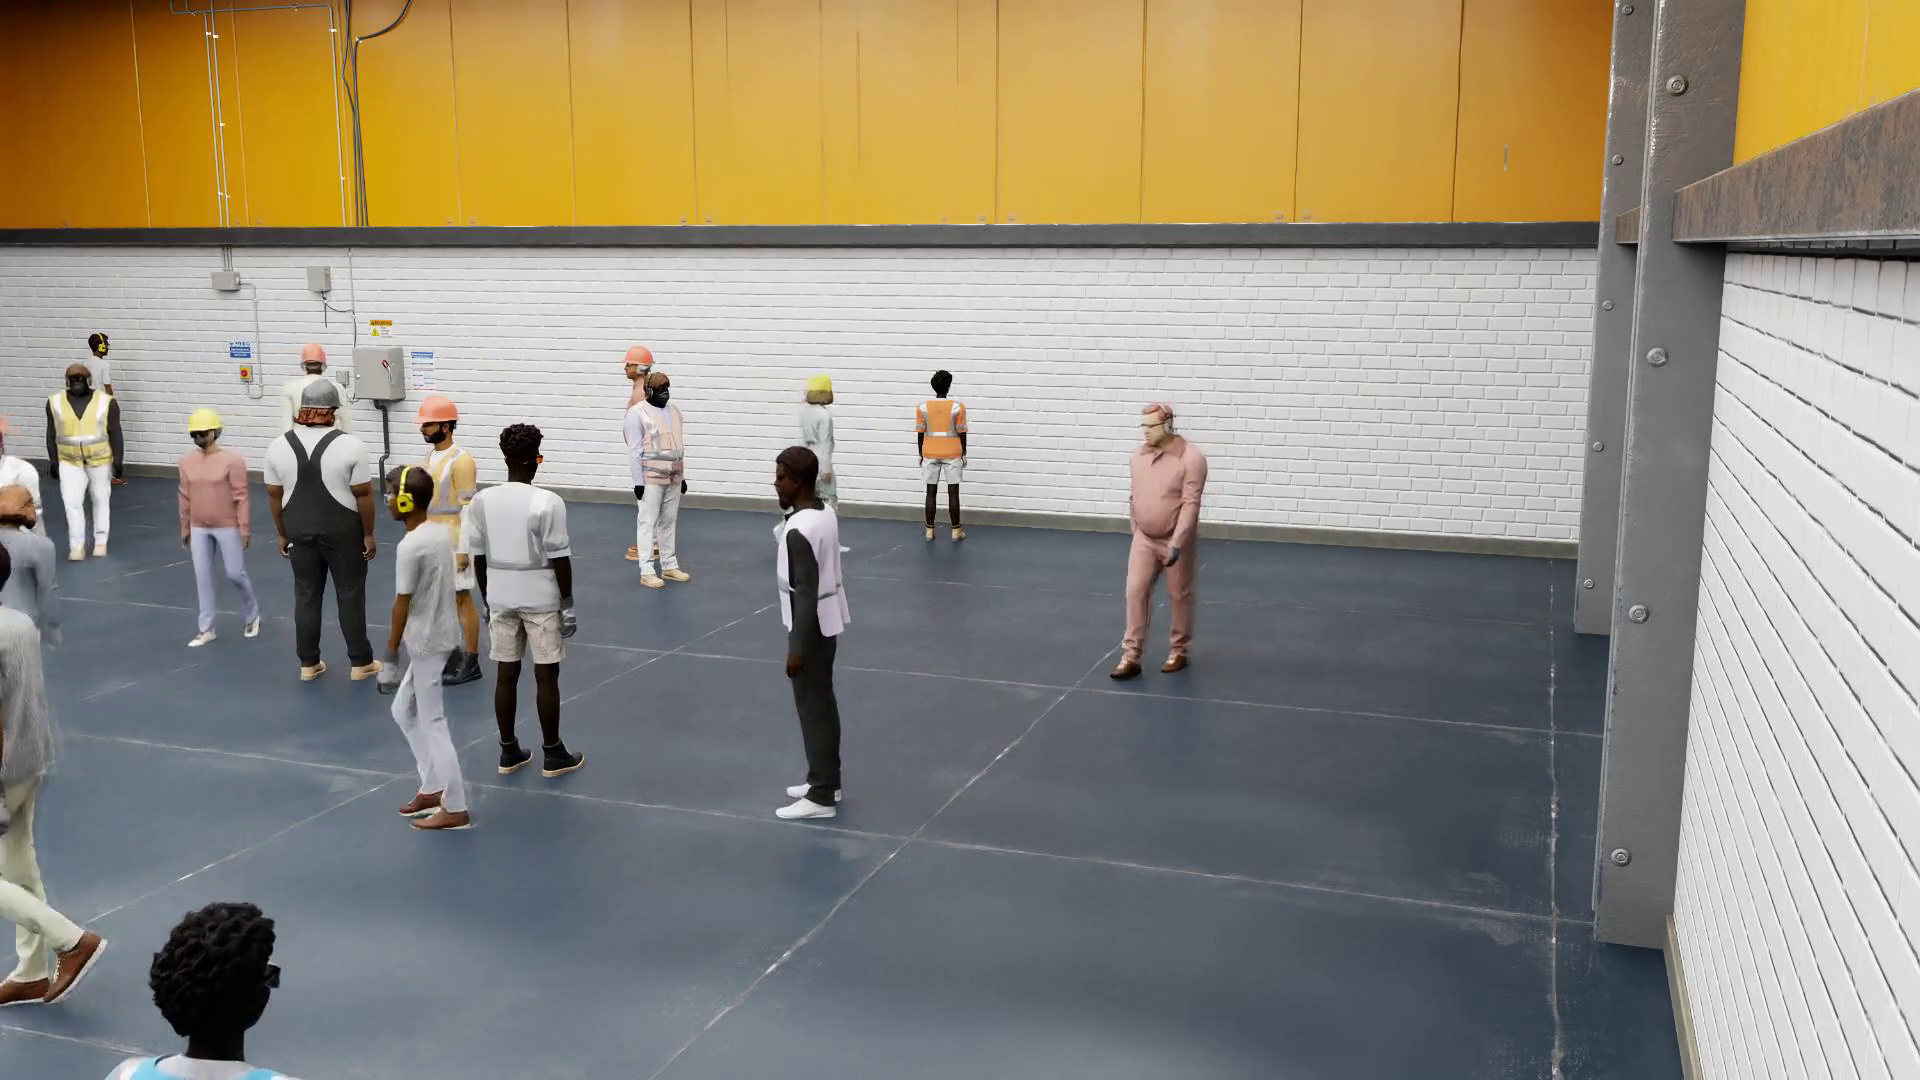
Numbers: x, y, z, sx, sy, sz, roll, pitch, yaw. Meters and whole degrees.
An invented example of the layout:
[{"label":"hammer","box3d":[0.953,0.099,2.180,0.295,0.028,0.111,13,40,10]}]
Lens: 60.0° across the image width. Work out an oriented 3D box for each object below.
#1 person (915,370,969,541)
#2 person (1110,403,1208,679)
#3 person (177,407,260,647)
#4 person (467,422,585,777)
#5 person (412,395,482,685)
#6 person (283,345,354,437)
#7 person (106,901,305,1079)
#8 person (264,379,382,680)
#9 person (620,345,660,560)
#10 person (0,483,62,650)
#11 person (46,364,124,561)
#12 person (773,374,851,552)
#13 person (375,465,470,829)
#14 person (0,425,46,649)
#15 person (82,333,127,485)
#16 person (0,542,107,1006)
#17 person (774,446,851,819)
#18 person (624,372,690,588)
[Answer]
[{"label":"person","box3d":[-0.175,-0.830,16.460,0.532,1.697,0.319,2,10,10]},{"label":"person","box3d":[1.314,0.017,11.204,0.632,1.865,0.860,8,13,37]},{"label":"person","box3d":[-5.465,-0.098,12.240,0.537,1.786,0.447,1,10,6]},{"label":"person","box3d":[-2.385,0.332,9.162,0.603,1.966,0.368,3,10,16]},{"label":"person","box3d":[-3.435,-0.001,11.116,0.542,1.938,0.358,10,14,43]},{"label":"person","box3d":[-6.367,-0.964,16.537,0.635,1.943,1.054,-1,10,-5]},{"label":"person","box3d":[-1.392,1.523,3.213,0.539,1.695,0.321,3,10,16]},{"label":"person","box3d":[-4.263,-0.073,11.230,0.686,2.000,0.535,0,10,1]},{"label":"person","box3d":[-2.962,-0.815,15.531,0.372,1.997,0.622,-1,10,-4]},{"label":"person","box3d":[-5.261,0.498,9.202,0.539,1.609,0.425,-1,10,-4]},{"label":"person","box3d":[-8.117,-0.709,15.424,0.654,1.819,0.755,-4,11,-21]},{"label":"person","box3d":[-1.391,-0.703,15.682,0.675,1.723,0.496,-6,12,-31]},{"label":"person","box3d":[-2.723,0.554,8.253,0.571,1.852,0.512,0,10,-1]},{"label":"person","box3d":[-6.183,0.076,10.766,0.584,1.911,0.619,0,10,-2]},{"label":"person","box3d":[-10.469,-1.585,20.293,0.501,1.854,0.330,5,11,27]},{"label":"person","box3d":[-3.605,0.895,6.294,0.436,1.858,0.552,-2,10,-14]},{"label":"person","box3d":[-0.757,0.471,8.521,0.373,1.914,0.596,1,10,6]},{"label":"person","box3d":[-2.585,-0.526,14.346,0.429,1.844,0.625,7,12,33]}]
